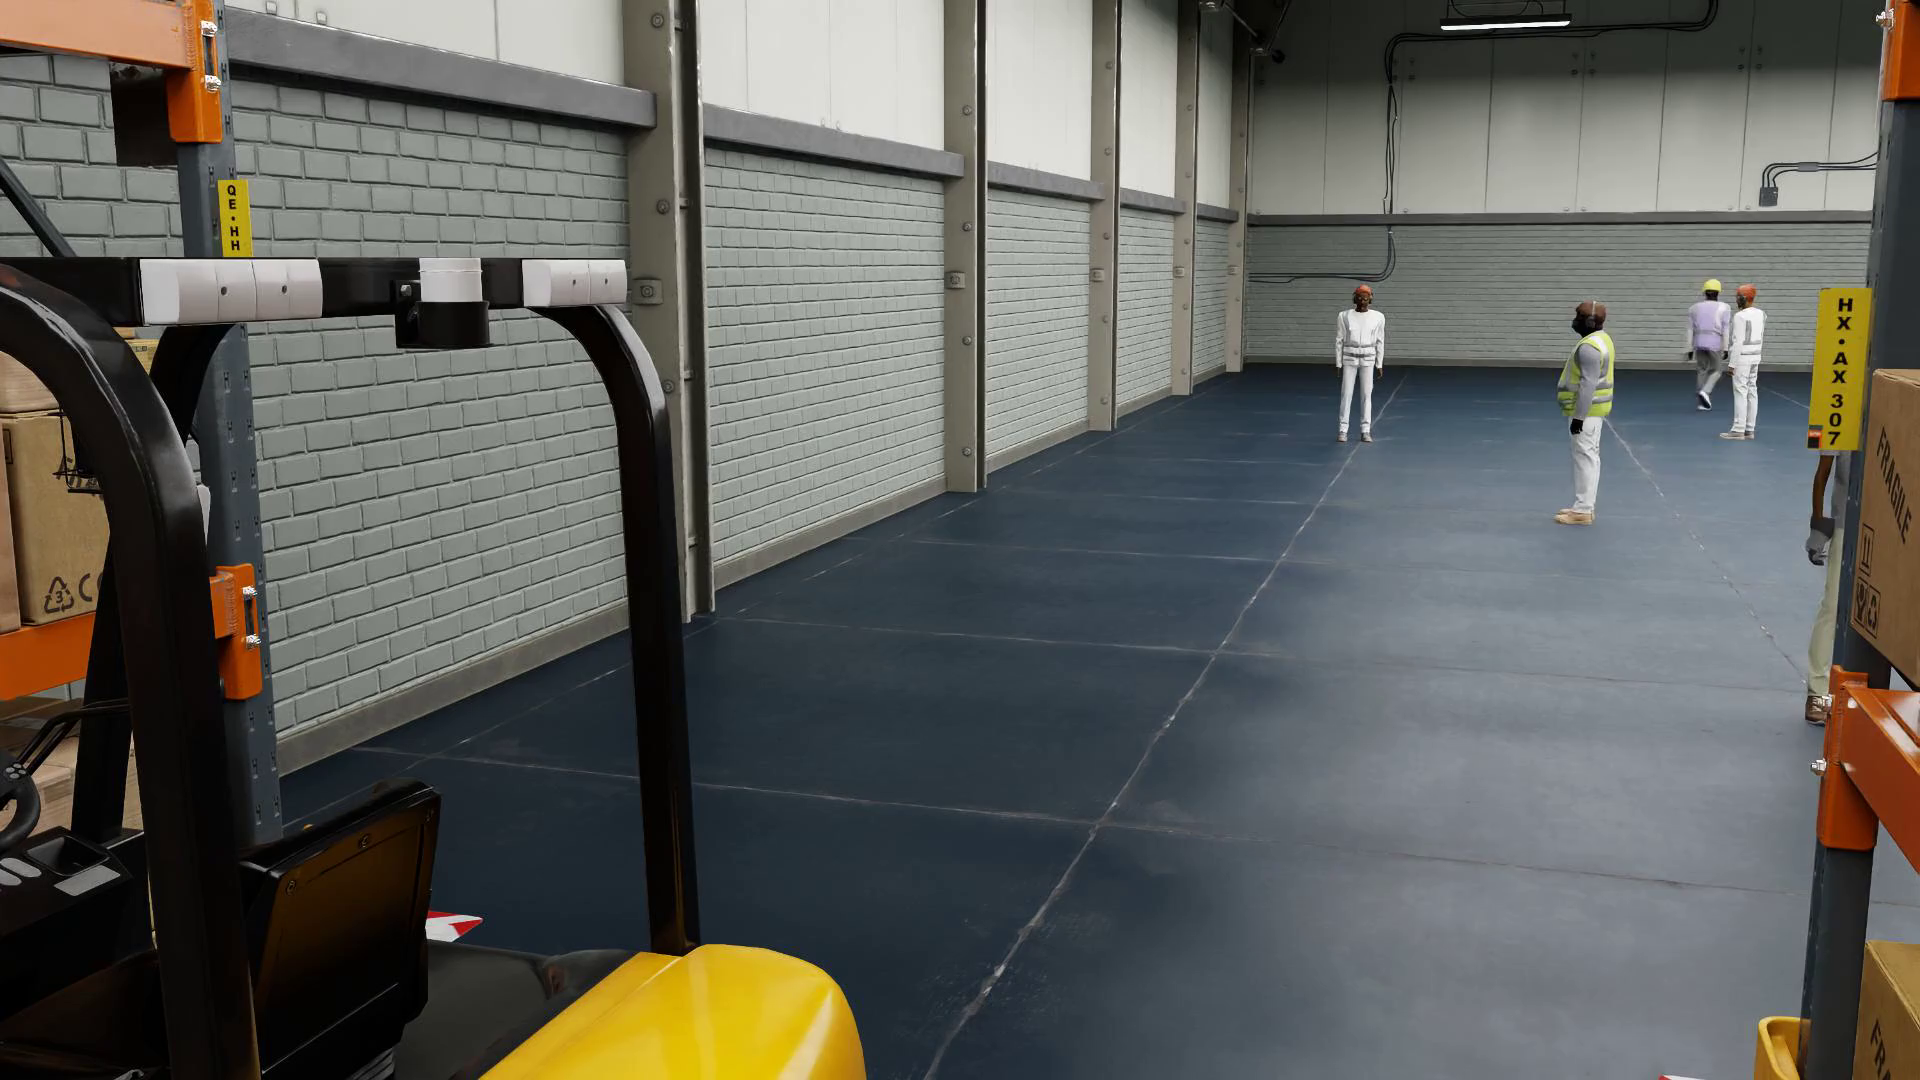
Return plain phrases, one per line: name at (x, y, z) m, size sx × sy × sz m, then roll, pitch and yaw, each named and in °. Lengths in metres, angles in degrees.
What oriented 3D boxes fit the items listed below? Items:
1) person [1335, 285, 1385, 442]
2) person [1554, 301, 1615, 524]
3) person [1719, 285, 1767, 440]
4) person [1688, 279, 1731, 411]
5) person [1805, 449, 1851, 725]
person at (4.797, -2.115, 19.998) m, size 0.573 × 1.886 × 0.355 m, roll 2°, pitch 10°, yaw 10°
person at (5.173, -1.053, 13.795) m, size 0.429 × 1.846 × 0.628 m, roll 5°, pitch 11°, yaw 28°
person at (9.560, -2.161, 20.280) m, size 0.572 × 1.882 × 0.354 m, roll -7°, pitch 12°, yaw -34°
person at (10.792, -2.804, 24.005) m, size 0.504 × 1.911 × 0.603 m, roll -9°, pitch 13°, yaw -43°
person at (4.243, -0.053, 7.767) m, size 0.535 × 1.868 × 0.309 m, roll 1°, pitch 10°, yaw 7°
